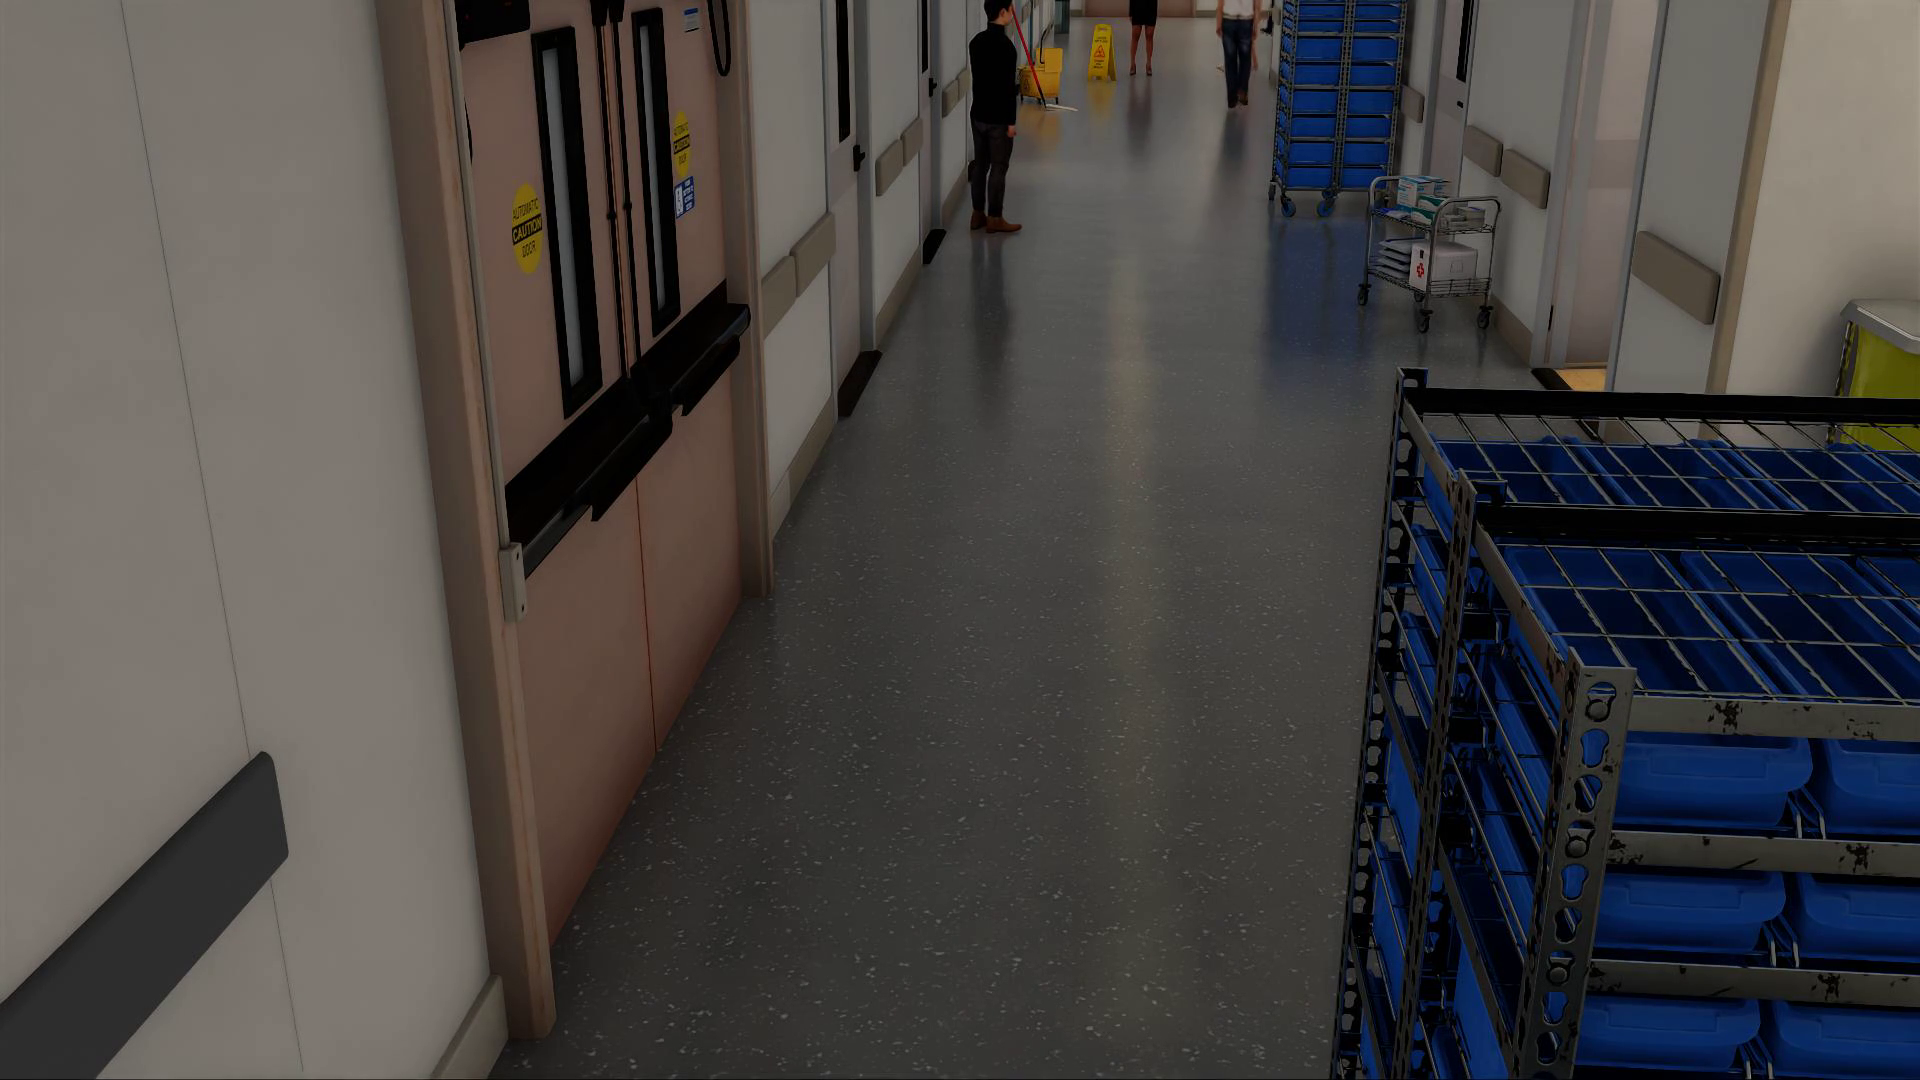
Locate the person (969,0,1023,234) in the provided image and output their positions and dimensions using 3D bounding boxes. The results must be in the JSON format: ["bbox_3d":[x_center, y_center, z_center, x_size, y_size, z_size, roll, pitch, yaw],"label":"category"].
[{"bbox_3d":[0.238,-3.135,12.184,0.776,1.722,0.698,-15,25,-34],"label":"person"}]

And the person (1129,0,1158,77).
[{"bbox_3d":[2.641,-7.536,23.921,0.567,1.640,0.626,1,21,2],"label":"person"}]

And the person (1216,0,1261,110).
[{"bbox_3d":[3.291,-6.081,19.795,0.650,1.841,0.661,2,21,6],"label":"person"}]

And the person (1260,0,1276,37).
[{"bbox_3d":[5.898,-10.167,30.619,1.043,1.776,1.134,-14,25,-33],"label":"person"}]
